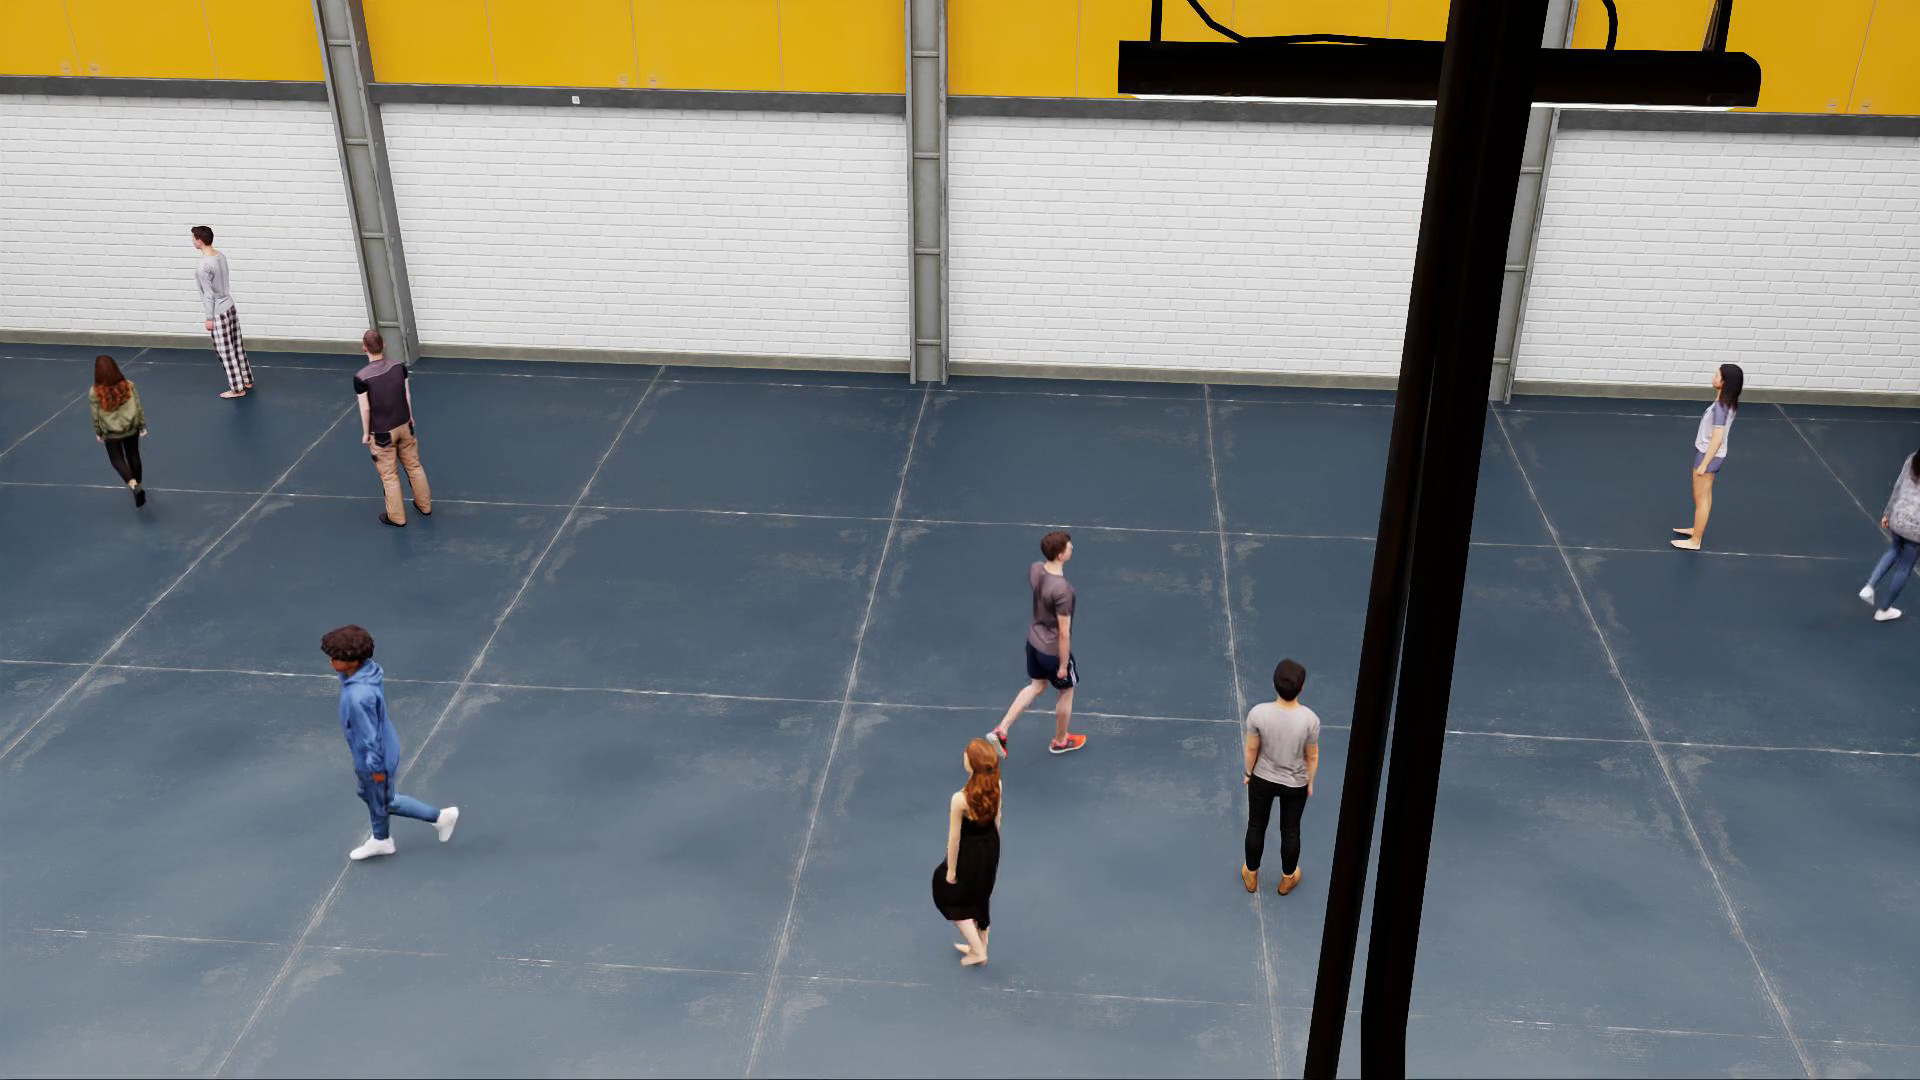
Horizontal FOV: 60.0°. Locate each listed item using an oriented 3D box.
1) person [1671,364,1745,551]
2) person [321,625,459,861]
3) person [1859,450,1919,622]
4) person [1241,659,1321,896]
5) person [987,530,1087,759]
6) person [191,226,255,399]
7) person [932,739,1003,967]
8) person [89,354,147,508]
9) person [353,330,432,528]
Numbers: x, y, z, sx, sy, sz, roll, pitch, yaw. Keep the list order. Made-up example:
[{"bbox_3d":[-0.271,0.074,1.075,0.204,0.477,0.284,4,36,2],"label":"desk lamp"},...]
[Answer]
[{"bbox_3d":[6.548,-0.739,14.520,0.640,1.734,0.655,15,32,25],"label":"person"},{"bbox_3d":[-3.681,1.325,10.683,1.080,1.786,0.921,-9,30,-16],"label":"person"},{"bbox_3d":[7.585,-0.112,13.384,0.783,1.721,0.760,-10,30,-18],"label":"person"},{"bbox_3d":[2.005,1.485,10.453,0.522,1.725,0.702,7,29,13],"label":"person"},{"bbox_3d":[0.548,0.774,11.644,1.138,1.833,1.022,-16,33,-27],"label":"person"},{"bbox_3d":[-7.761,-2.407,17.460,0.535,1.847,0.629,1,29,2],"label":"person"},{"bbox_3d":[0.135,1.907,9.797,0.746,1.613,0.804,-24,37,-36],"label":"person"},{"bbox_3d":[-7.682,-0.980,15.248,0.899,1.460,0.951,-20,35,-32],"label":"person"},{"bbox_3d":[-5.117,-1.016,14.917,0.795,1.841,0.774,22,35,34],"label":"person"}]
